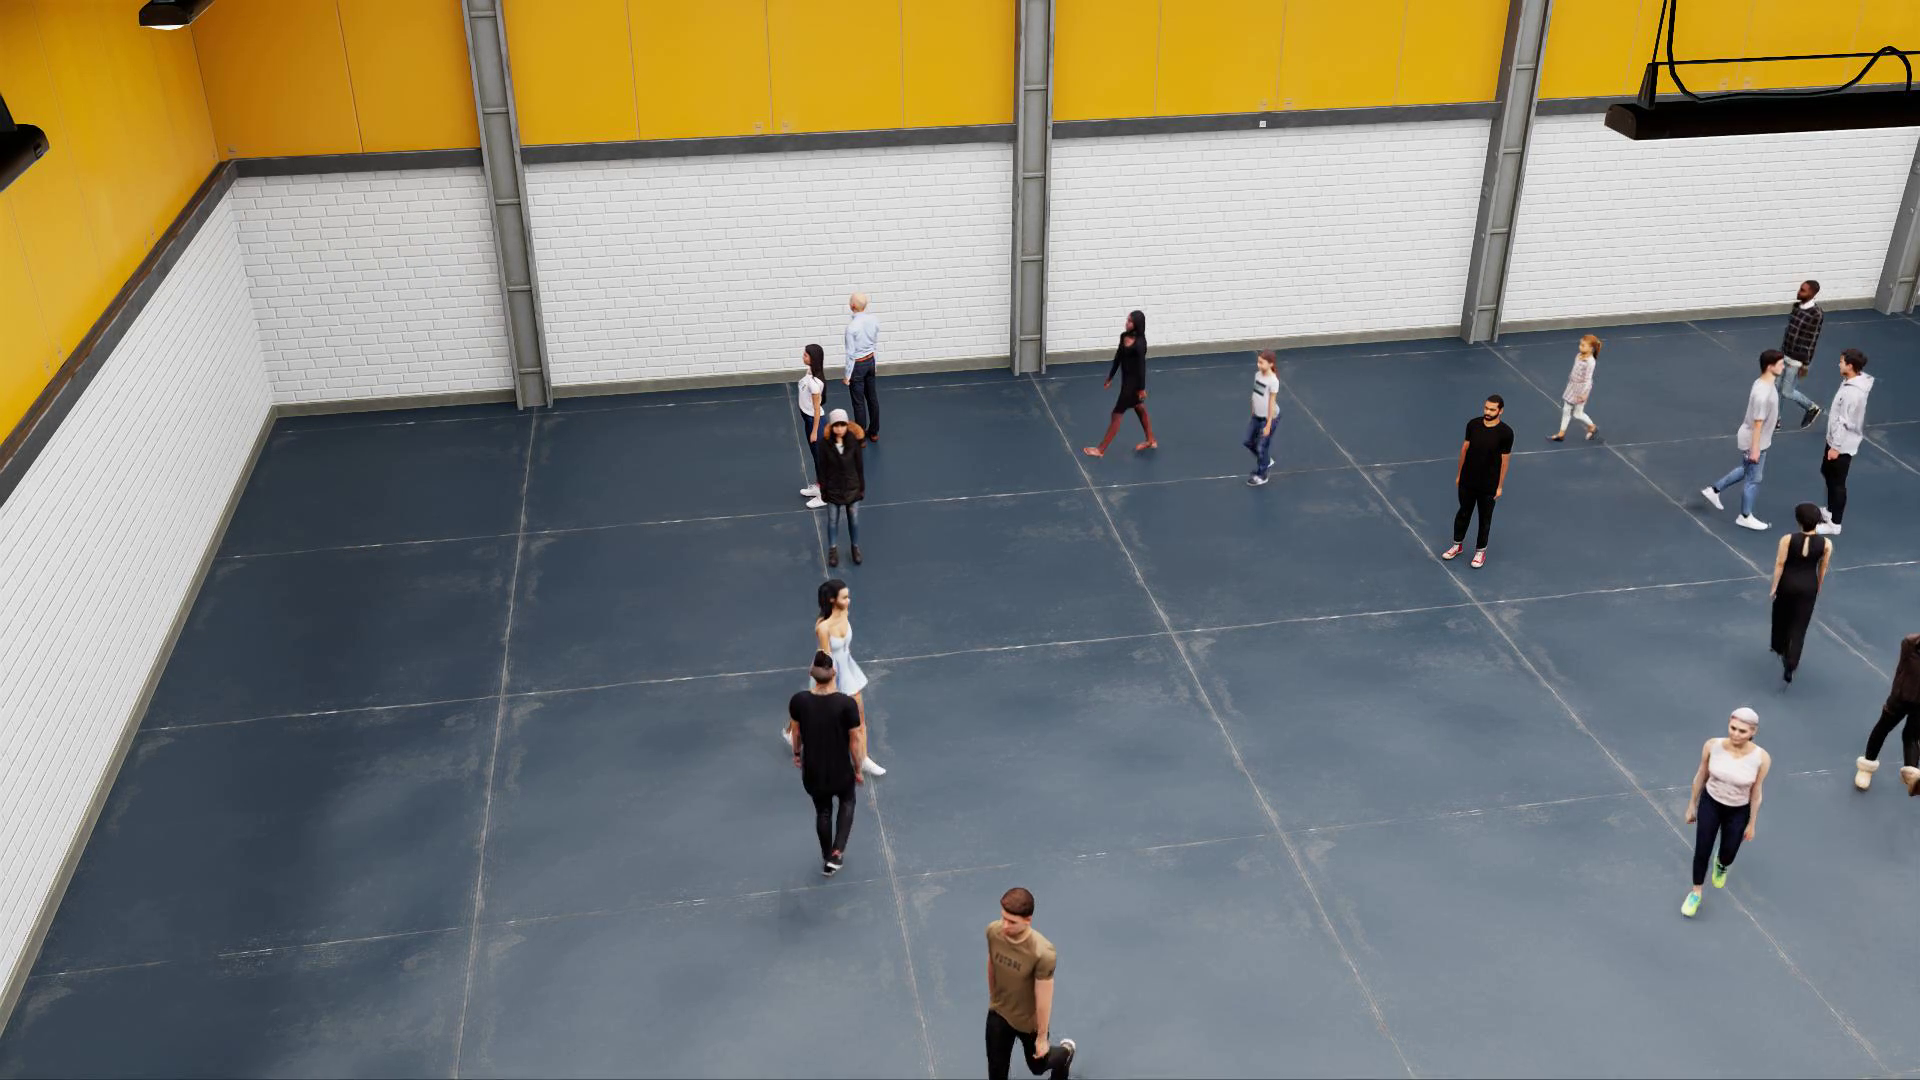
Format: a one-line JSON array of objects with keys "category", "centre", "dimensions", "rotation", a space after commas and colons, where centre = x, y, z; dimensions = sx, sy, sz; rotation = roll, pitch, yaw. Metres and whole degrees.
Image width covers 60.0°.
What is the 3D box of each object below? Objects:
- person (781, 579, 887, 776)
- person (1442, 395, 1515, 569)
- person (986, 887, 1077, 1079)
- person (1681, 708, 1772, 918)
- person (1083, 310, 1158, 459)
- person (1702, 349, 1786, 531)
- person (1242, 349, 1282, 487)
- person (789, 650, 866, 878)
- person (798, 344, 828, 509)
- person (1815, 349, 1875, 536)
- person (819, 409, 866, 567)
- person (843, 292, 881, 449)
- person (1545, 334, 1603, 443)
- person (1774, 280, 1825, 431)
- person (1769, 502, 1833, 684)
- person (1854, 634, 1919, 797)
[{"category": "person", "centre": [-1.089, 1.071, 13.136], "dimensions": [1.211, 1.680, 1.067], "rotation": [15, 32, 26]}, {"category": "person", "centre": [5.045, -0.596, 16.112], "dimensions": [0.725, 1.758, 0.785], "rotation": [19, 34, 30]}, {"category": "person", "centre": [0.416, 2.777, 9.853], "dimensions": [1.143, 1.829, 1.216], "rotation": [20, 34, 32]}, {"category": "person", "centre": [5.378, 1.866, 11.672], "dimensions": [0.861, 1.688, 0.921], "rotation": [19, 34, 30]}, {"category": "person", "centre": [1.957, -1.702, 18.230], "dimensions": [1.162, 1.672, 0.696], "rotation": [-8, 30, -14]}, {"category": "person", "centre": [7.980, -1.042, 16.803], "dimensions": [1.065, 1.879, 0.977], "rotation": [14, 32, 25]}, {"category": "person", "centre": [3.294, -1.318, 17.652], "dimensions": [0.707, 1.551, 0.655], "rotation": [-14, 31, -23]}, {"category": "person", "centre": [-0.954, 1.647, 11.904], "dimensions": [0.763, 1.850, 0.888], "rotation": [8, 30, 15]}, {"category": "person", "centre": [-1.491, -1.200, 17.201], "dimensions": [0.523, 1.775, 0.592], "rotation": [-6, 29, -12]}, {"category": "person", "centre": [8.874, -0.989, 16.670], "dimensions": [0.839, 1.913, 0.822], "rotation": [7, 29, 12]}, {"category": "person", "centre": [-1.140, -0.527, 16.116], "dimensions": [0.516, 1.633, 0.666], "rotation": [-4, 29, -8]}, {"category": "person", "centre": [-1.095, -1.896, 18.461], "dimensions": [0.796, 1.792, 0.717], "rotation": [22, 36, 35]}, {"category": "person", "centre": [6.966, -1.686, 18.590], "dimensions": [0.794, 1.299, 0.571], "rotation": [-3, 29, -5]}, {"category": "person", "centre": [9.494, -2.056, 18.734], "dimensions": [0.898, 1.810, 0.697], "rotation": [-3, 29, -5]}, {"category": "person", "centre": [7.217, 0.474, 14.349], "dimensions": [1.034, 1.568, 0.947], "rotation": [12, 31, 21]}, {"category": "person", "centre": [7.288, 1.296, 12.753], "dimensions": [0.899, 1.654, 0.919], "rotation": [23, 36, 36]}]
